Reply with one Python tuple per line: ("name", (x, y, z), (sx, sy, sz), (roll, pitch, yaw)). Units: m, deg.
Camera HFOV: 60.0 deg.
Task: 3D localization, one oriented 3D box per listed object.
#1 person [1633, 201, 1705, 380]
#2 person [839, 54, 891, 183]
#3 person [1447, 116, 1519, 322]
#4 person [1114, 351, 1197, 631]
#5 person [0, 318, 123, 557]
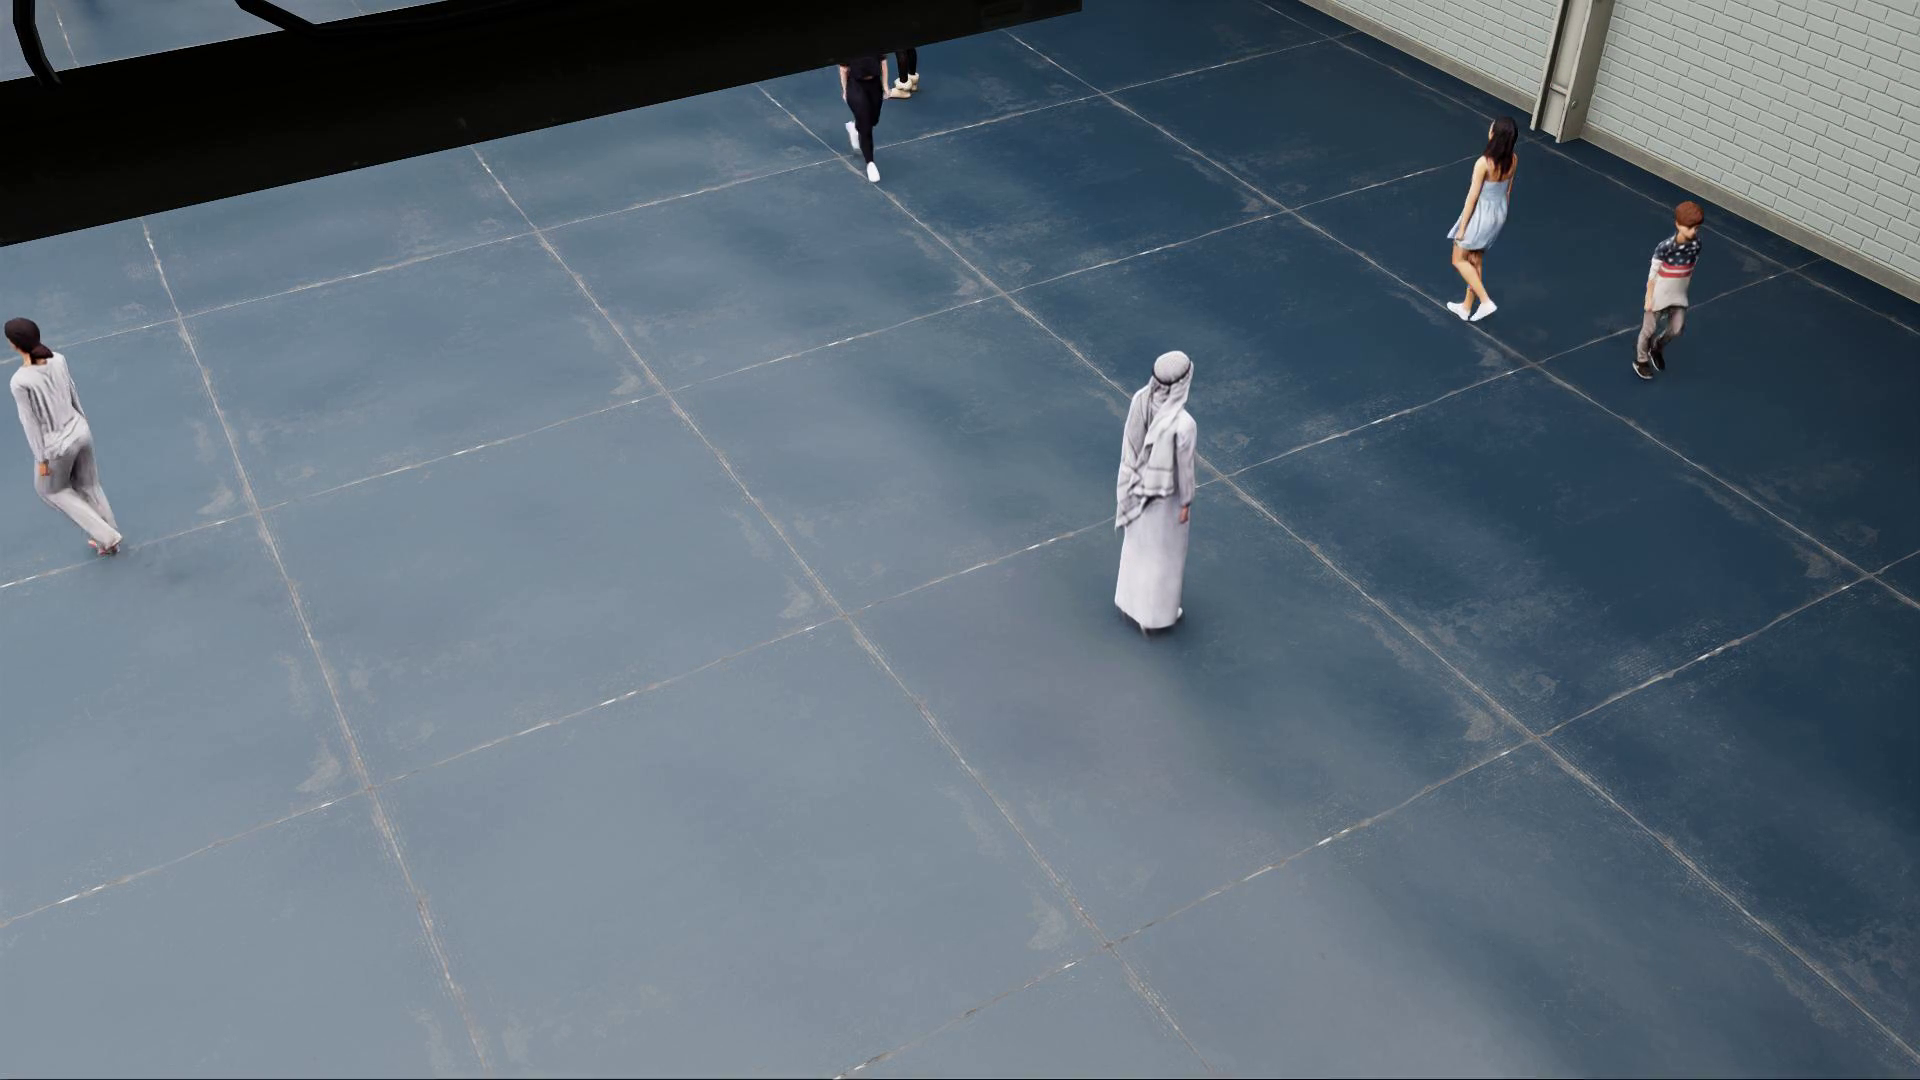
("person", (5.261, -1.895, 12.446), (0.606, 1.428, 0.647), (-4, 38, -5))
("person", (-0.888, -4.141, 15.163), (0.668, 1.618, 1.014), (-15, 40, -18))
("person", (4.107, -2.427, 12.889), (0.575, 1.721, 0.751), (-20, 42, -23))
("person", (1.180, -0.297, 10.003), (0.777, 1.922, 0.644), (-28, 46, -31))
("person", (-5.605, -0.591, 10.511), (0.824, 1.760, 0.768), (14, 40, 17))
